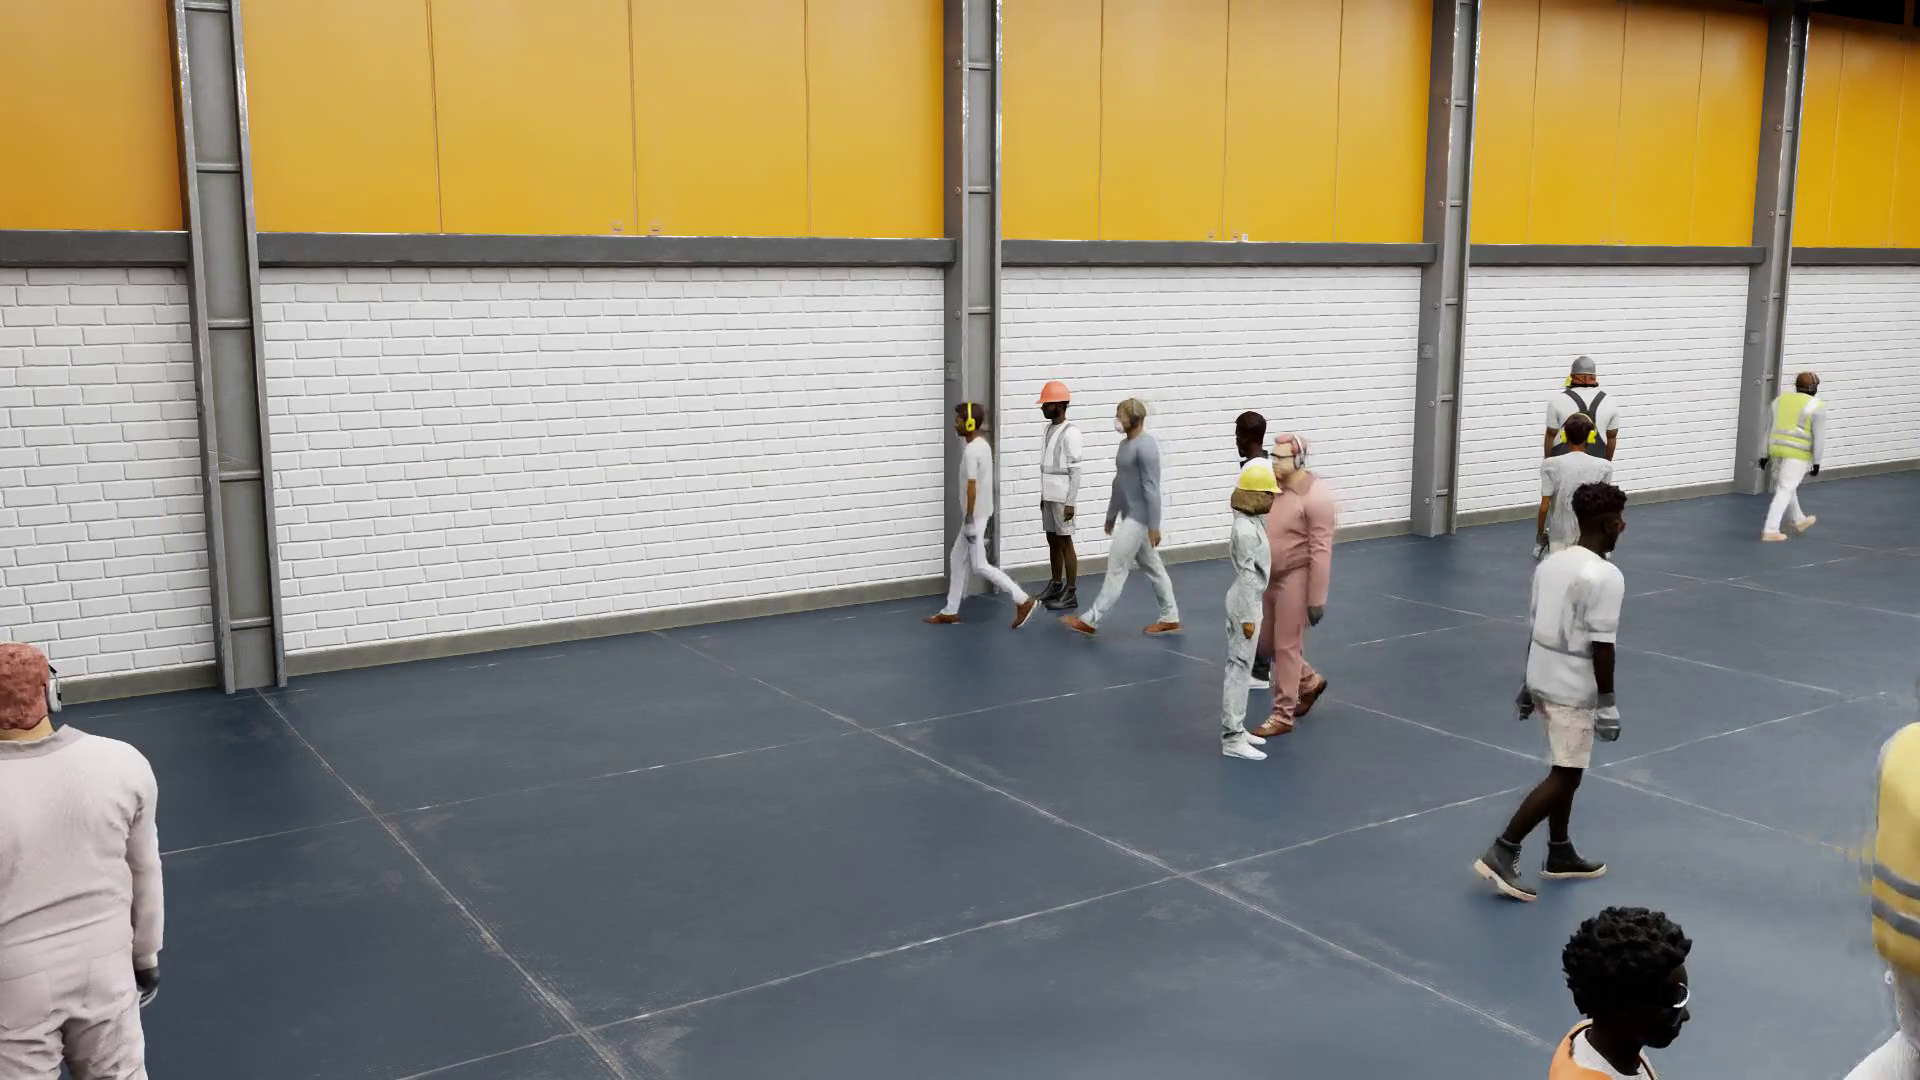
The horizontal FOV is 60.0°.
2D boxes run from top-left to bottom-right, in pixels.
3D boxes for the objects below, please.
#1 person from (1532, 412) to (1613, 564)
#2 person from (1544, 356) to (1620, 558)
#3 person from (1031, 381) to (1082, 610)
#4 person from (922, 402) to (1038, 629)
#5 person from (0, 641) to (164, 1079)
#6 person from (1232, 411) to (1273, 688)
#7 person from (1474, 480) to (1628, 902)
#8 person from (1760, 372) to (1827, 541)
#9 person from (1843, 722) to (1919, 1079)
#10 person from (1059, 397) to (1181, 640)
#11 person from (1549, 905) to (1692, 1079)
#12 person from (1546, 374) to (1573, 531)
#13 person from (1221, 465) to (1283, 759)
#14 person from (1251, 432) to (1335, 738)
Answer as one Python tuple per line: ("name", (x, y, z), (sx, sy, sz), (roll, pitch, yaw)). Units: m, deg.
("person", (4.384, 0.020, 11.914), (0.533, 1.864, 0.310), (2, 10, 13))
("person", (6.035, -0.791, 16.274), (0.684, 2.000, 0.535), (0, 9, 1))
("person", (0.809, -0.376, 14.085), (0.362, 1.935, 0.553), (-4, 10, -22))
("person", (0.159, -0.192, 13.312), (0.910, 1.839, 0.534), (1, 10, 8))
("person", (-2.547, 1.213, 4.621), (0.407, 1.902, 0.638), (8, 12, 41))
("person", (2.039, 0.071, 11.452), (0.396, 1.917, 0.590), (3, 10, 17))
("person", (2.742, 0.685, 7.738), (0.708, 1.933, 0.628), (-1, 9, -5))
("person", (8.911, -0.888, 17.688), (1.008, 1.771, 0.639), (-4, 10, -24))
("person", (2.827, 1.209, 4.851), (0.572, 1.831, 0.637), (0, 9, 2))
("person", (1.274, -0.159, 12.917), (1.026, 1.881, 0.657), (-1, 9, -7))
("person", (1.264, 1.535, 3.290), (0.316, 1.697, 0.541), (3, 10, 20))
("person", (6.598, -0.927, 17.915), (0.323, 1.769, 0.523), (-2, 10, -13))
("person", (1.733, 0.417, 9.895), (0.324, 1.740, 0.492), (2, 10, 11))
("person", (2.067, 0.265, 10.349), (0.588, 1.899, 0.661), (-5, 10, -26))
